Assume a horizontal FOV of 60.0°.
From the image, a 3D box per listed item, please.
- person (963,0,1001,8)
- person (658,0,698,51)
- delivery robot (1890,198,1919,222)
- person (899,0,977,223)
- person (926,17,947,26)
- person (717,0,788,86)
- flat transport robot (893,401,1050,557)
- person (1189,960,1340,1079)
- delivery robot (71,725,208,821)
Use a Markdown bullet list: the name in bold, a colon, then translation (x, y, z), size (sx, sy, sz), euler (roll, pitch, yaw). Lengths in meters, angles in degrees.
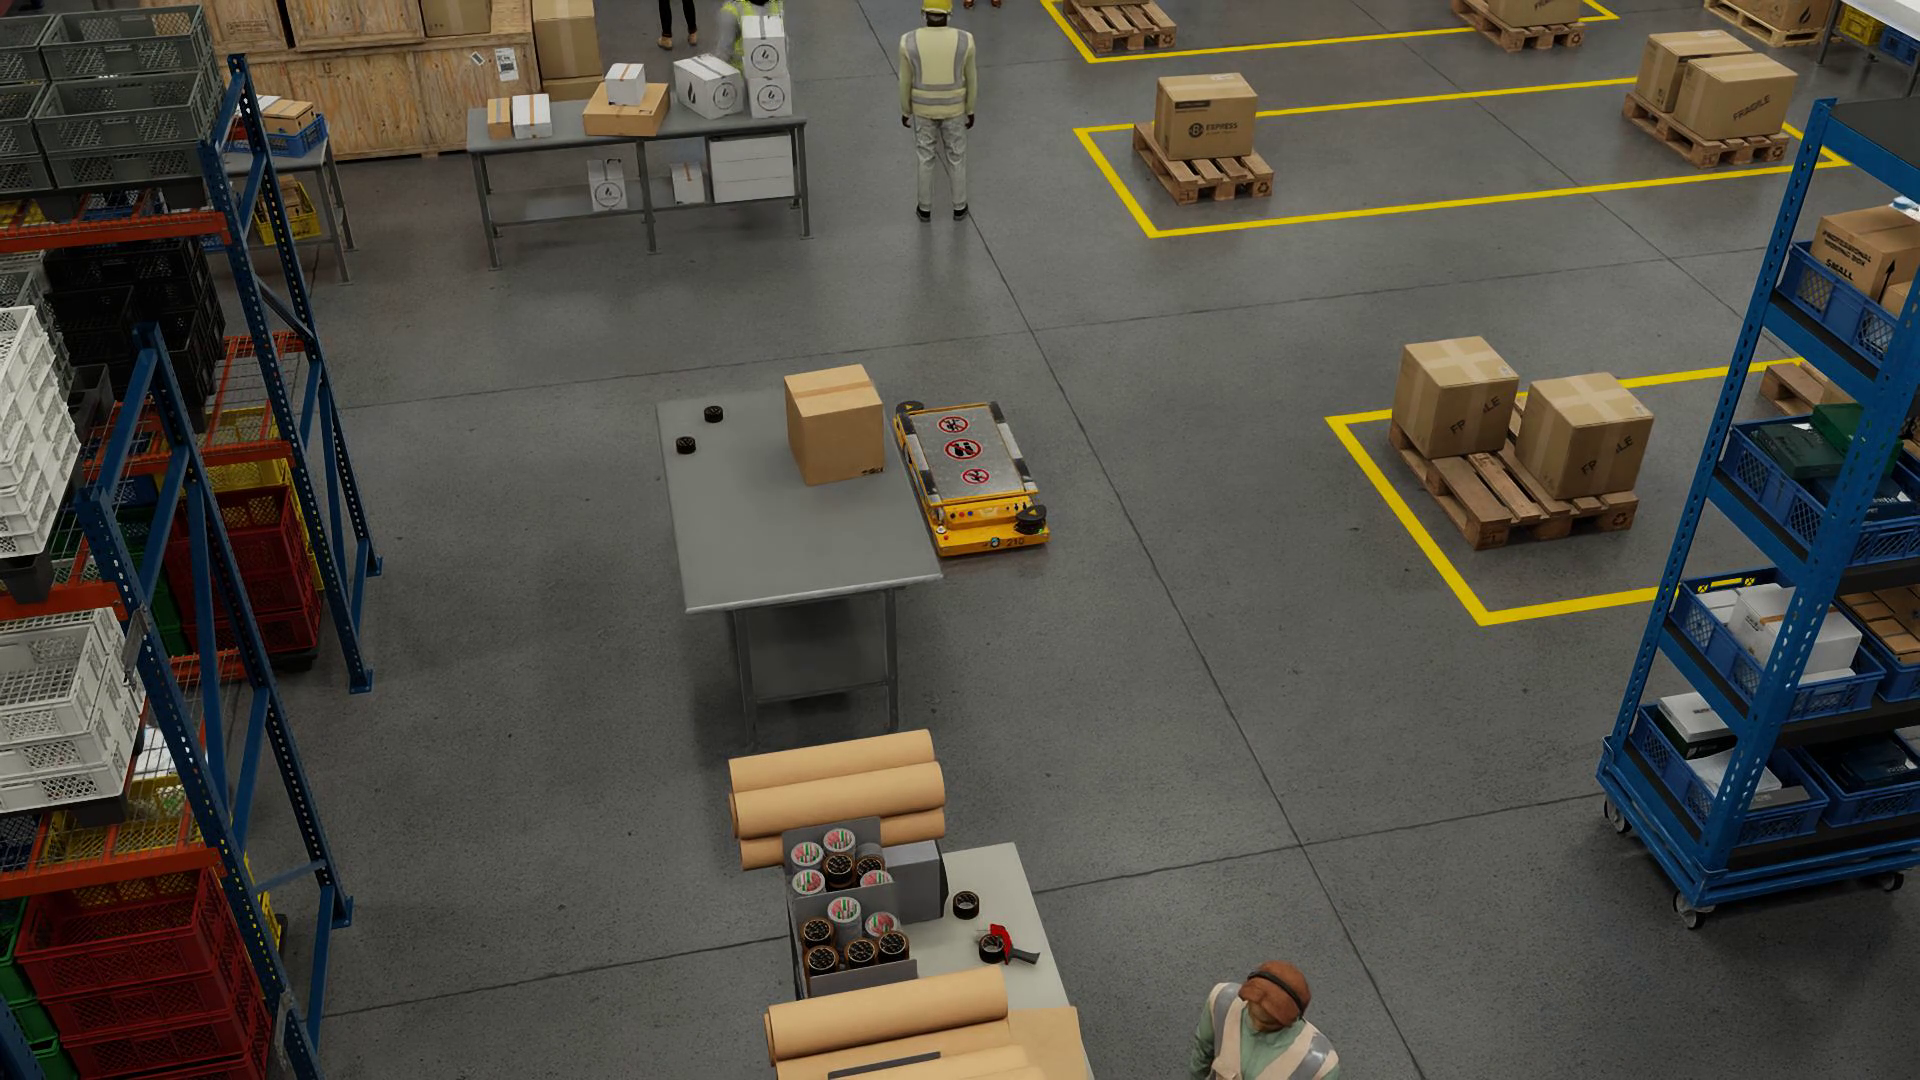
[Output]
- **person**: translation (0.242, -6.288, 16.656), size (0.533, 1.866, 0.320), euler (-2, 37, -3)
- **person**: translation (-2.758, -5.505, 15.742), size (0.529, 1.697, 0.321), euler (-15, 39, -19)
- **delivery robot**: translation (6.886, -2.290, 12.296), size (0.707, 0.478, 0.477), euler (-25, 43, -29)
- **person**: translation (-0.168, -3.314, 12.685), size (0.591, 1.834, 0.404), euler (-1, 37, -1)
- **person**: translation (-0.151, -5.566, 15.651), size (0.407, 1.906, 0.655), euler (-6, 37, -8)
- **person**: translation (-1.636, -3.699, 13.245), size (0.847, 1.786, 0.639), euler (21, 41, 25)
- **flat transport robot**: translation (0.046, -0.430, 10.108), size (0.652, 0.197, 1.431), euler (-8, 37, -10)
- **person**: translation (1.004, 1.995, 5.709), size (0.511, 1.640, 0.309), euler (25, 43, 30)
- **delivery robot**: translation (-3.813, 1.070, 7.781), size (0.707, 0.478, 0.477), euler (17, 40, 22)
